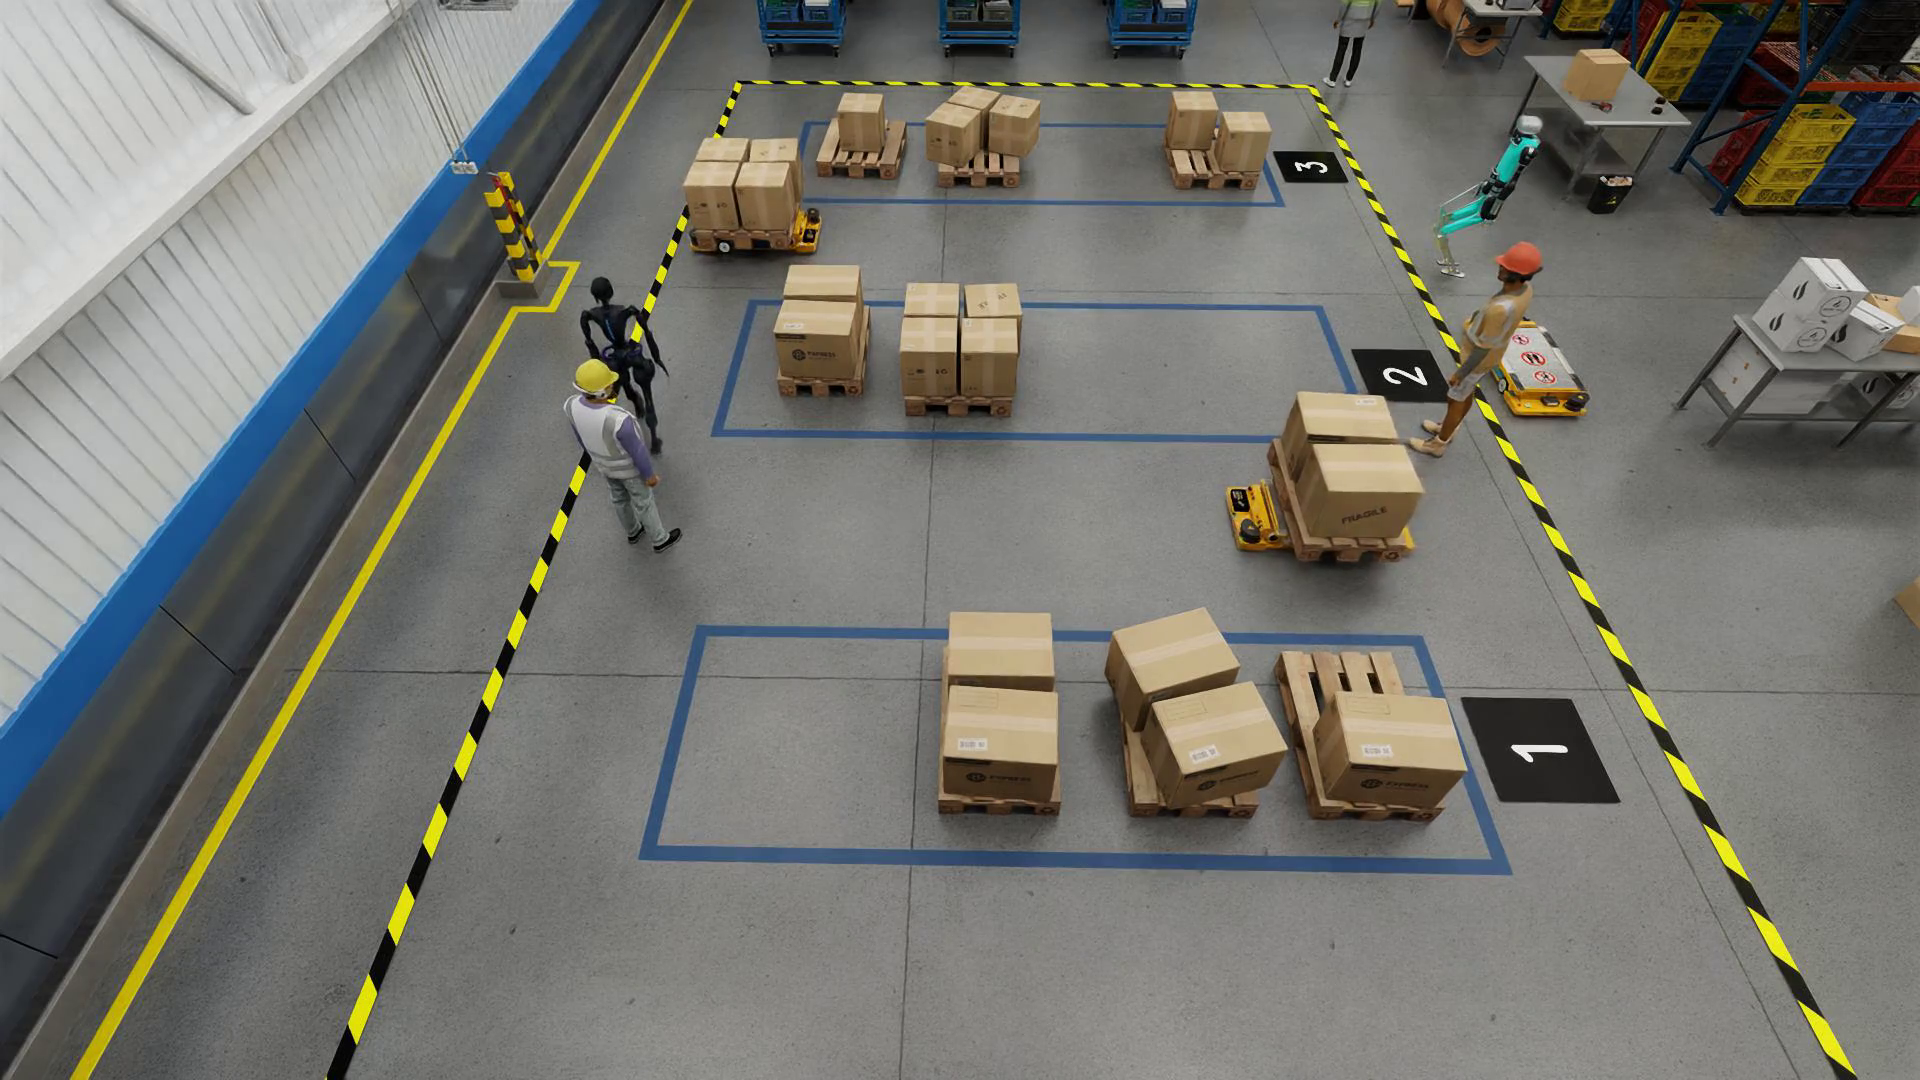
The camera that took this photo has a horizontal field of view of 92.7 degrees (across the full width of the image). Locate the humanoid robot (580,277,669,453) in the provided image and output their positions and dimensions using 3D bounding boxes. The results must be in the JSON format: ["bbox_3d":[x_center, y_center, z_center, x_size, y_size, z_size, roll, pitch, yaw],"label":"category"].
[{"bbox_3d":[-2.896,-1.566,7.992,0.609,1.620,0.814,-7,50,-6],"label":"humanoid robot"}]

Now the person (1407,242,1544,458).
[{"bbox_3d":[4.326,-1.551,7.704,0.394,2.043,0.607,36,58,27],"label":"person"}]

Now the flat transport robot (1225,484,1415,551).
[{"bbox_3d":[3.019,-0.216,7.702,1.431,0.197,0.652,1,49,1],"label":"flat transport robot"}]

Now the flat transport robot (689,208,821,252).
[{"bbox_3d":[-2.368,-3.613,10.642,1.431,0.197,0.652,1,49,1],"label":"flat transport robot"}]

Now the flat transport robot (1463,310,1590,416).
[{"bbox_3d":[5.573,-1.757,9.054,0.659,0.231,1.431,1,49,1],"label":"flat transport robot"}]

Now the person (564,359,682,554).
[{"bbox_3d":[-2.588,-0.615,7.032,0.599,1.827,0.404,20,52,16],"label":"person"}]

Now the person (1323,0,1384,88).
[{"bbox_3d":[5.553,-7.337,12.841,0.587,1.847,0.401,0,49,0],"label":"person"}]

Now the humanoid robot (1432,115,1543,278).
[{"bbox_3d":[5.360,-3.580,9.571,0.735,1.679,0.533,9,50,8],"label":"humanoid robot"}]
